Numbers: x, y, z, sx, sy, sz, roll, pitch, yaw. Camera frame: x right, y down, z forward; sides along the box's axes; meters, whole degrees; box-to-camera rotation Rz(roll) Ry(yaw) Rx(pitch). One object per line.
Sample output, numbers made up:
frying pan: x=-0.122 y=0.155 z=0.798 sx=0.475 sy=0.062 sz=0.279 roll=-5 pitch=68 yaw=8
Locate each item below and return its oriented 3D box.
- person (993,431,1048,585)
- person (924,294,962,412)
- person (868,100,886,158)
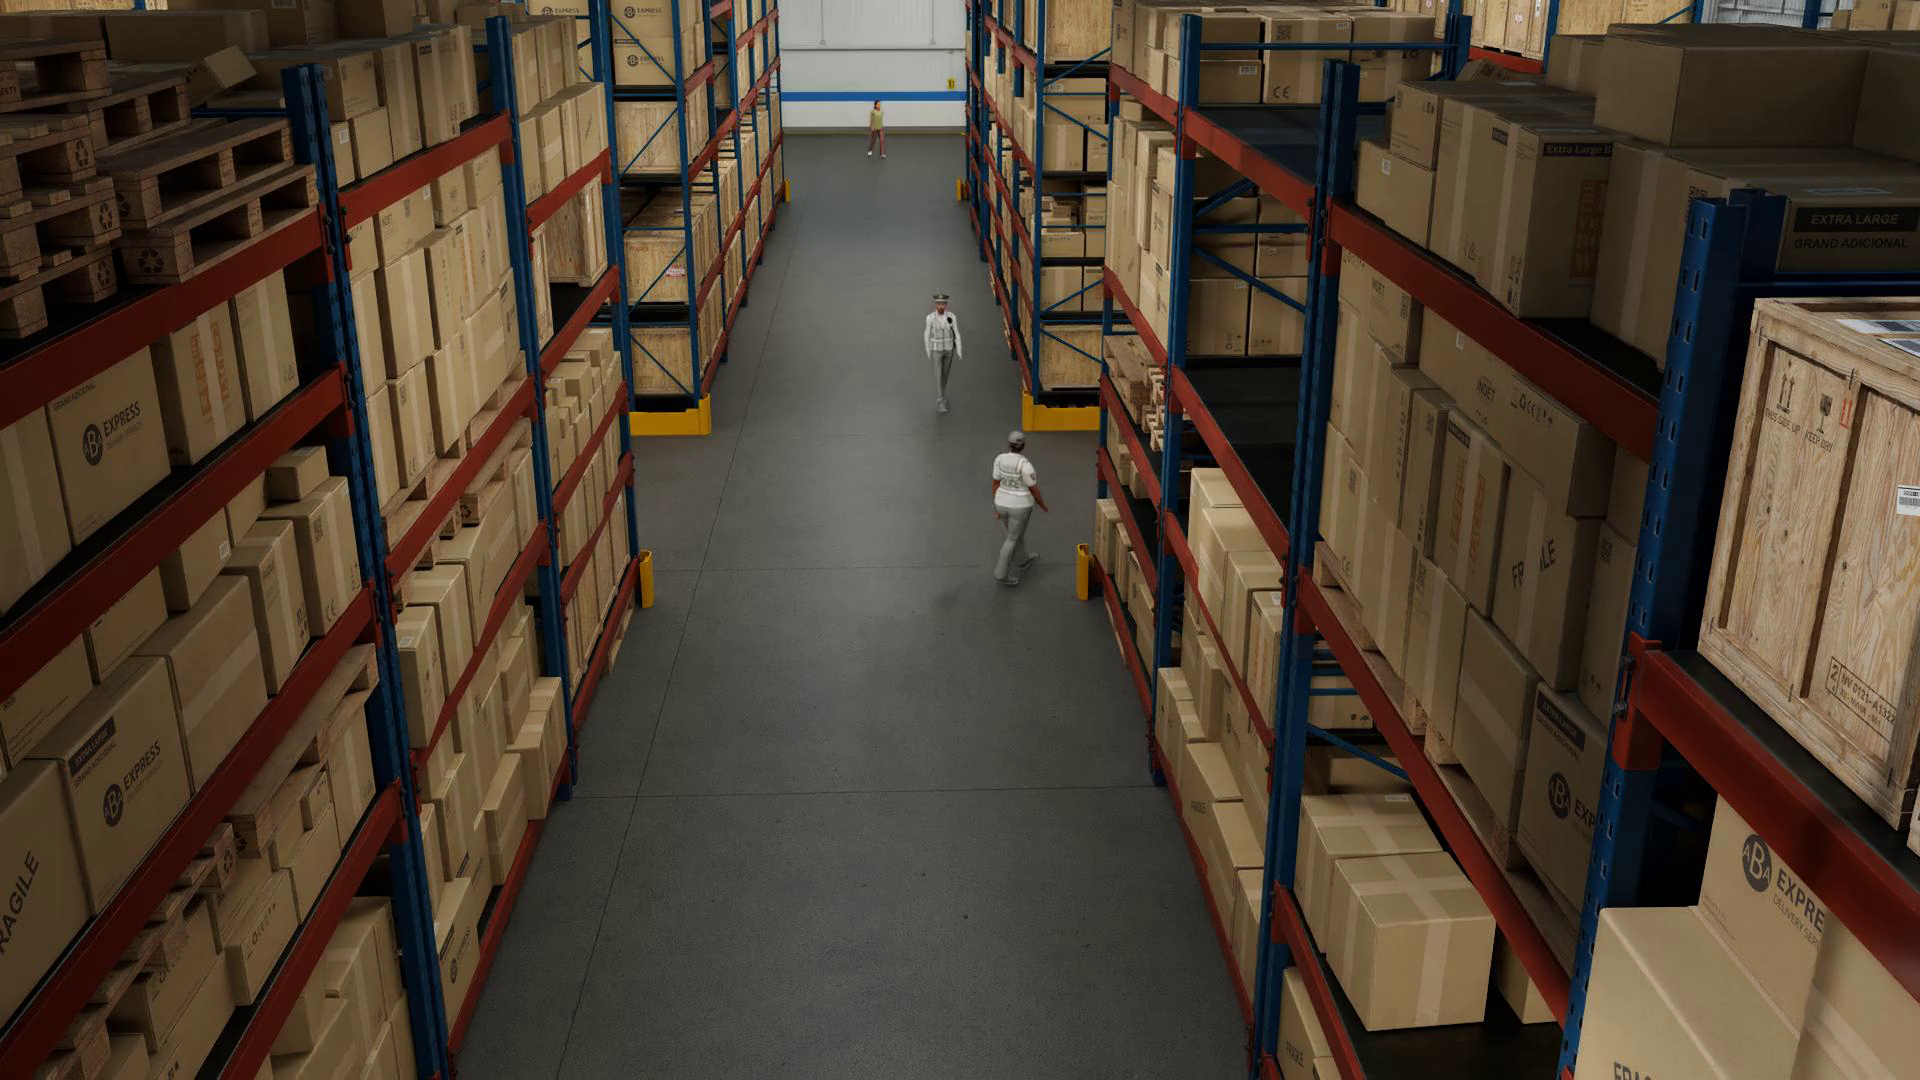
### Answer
person: x=0.652 y=-0.370 z=17.608 sx=0.838 sy=1.637 sz=0.507 roll=-19 pitch=28 yaw=-41
person: x=-0.238 y=-2.722 z=23.902 sx=0.497 sy=1.652 sz=0.947 roll=-5 pitch=21 yaw=-13
person: x=-2.495 y=-12.240 z=49.462 sx=0.447 sy=1.648 sz=0.900 roll=-9 pitch=22 yaw=-23
